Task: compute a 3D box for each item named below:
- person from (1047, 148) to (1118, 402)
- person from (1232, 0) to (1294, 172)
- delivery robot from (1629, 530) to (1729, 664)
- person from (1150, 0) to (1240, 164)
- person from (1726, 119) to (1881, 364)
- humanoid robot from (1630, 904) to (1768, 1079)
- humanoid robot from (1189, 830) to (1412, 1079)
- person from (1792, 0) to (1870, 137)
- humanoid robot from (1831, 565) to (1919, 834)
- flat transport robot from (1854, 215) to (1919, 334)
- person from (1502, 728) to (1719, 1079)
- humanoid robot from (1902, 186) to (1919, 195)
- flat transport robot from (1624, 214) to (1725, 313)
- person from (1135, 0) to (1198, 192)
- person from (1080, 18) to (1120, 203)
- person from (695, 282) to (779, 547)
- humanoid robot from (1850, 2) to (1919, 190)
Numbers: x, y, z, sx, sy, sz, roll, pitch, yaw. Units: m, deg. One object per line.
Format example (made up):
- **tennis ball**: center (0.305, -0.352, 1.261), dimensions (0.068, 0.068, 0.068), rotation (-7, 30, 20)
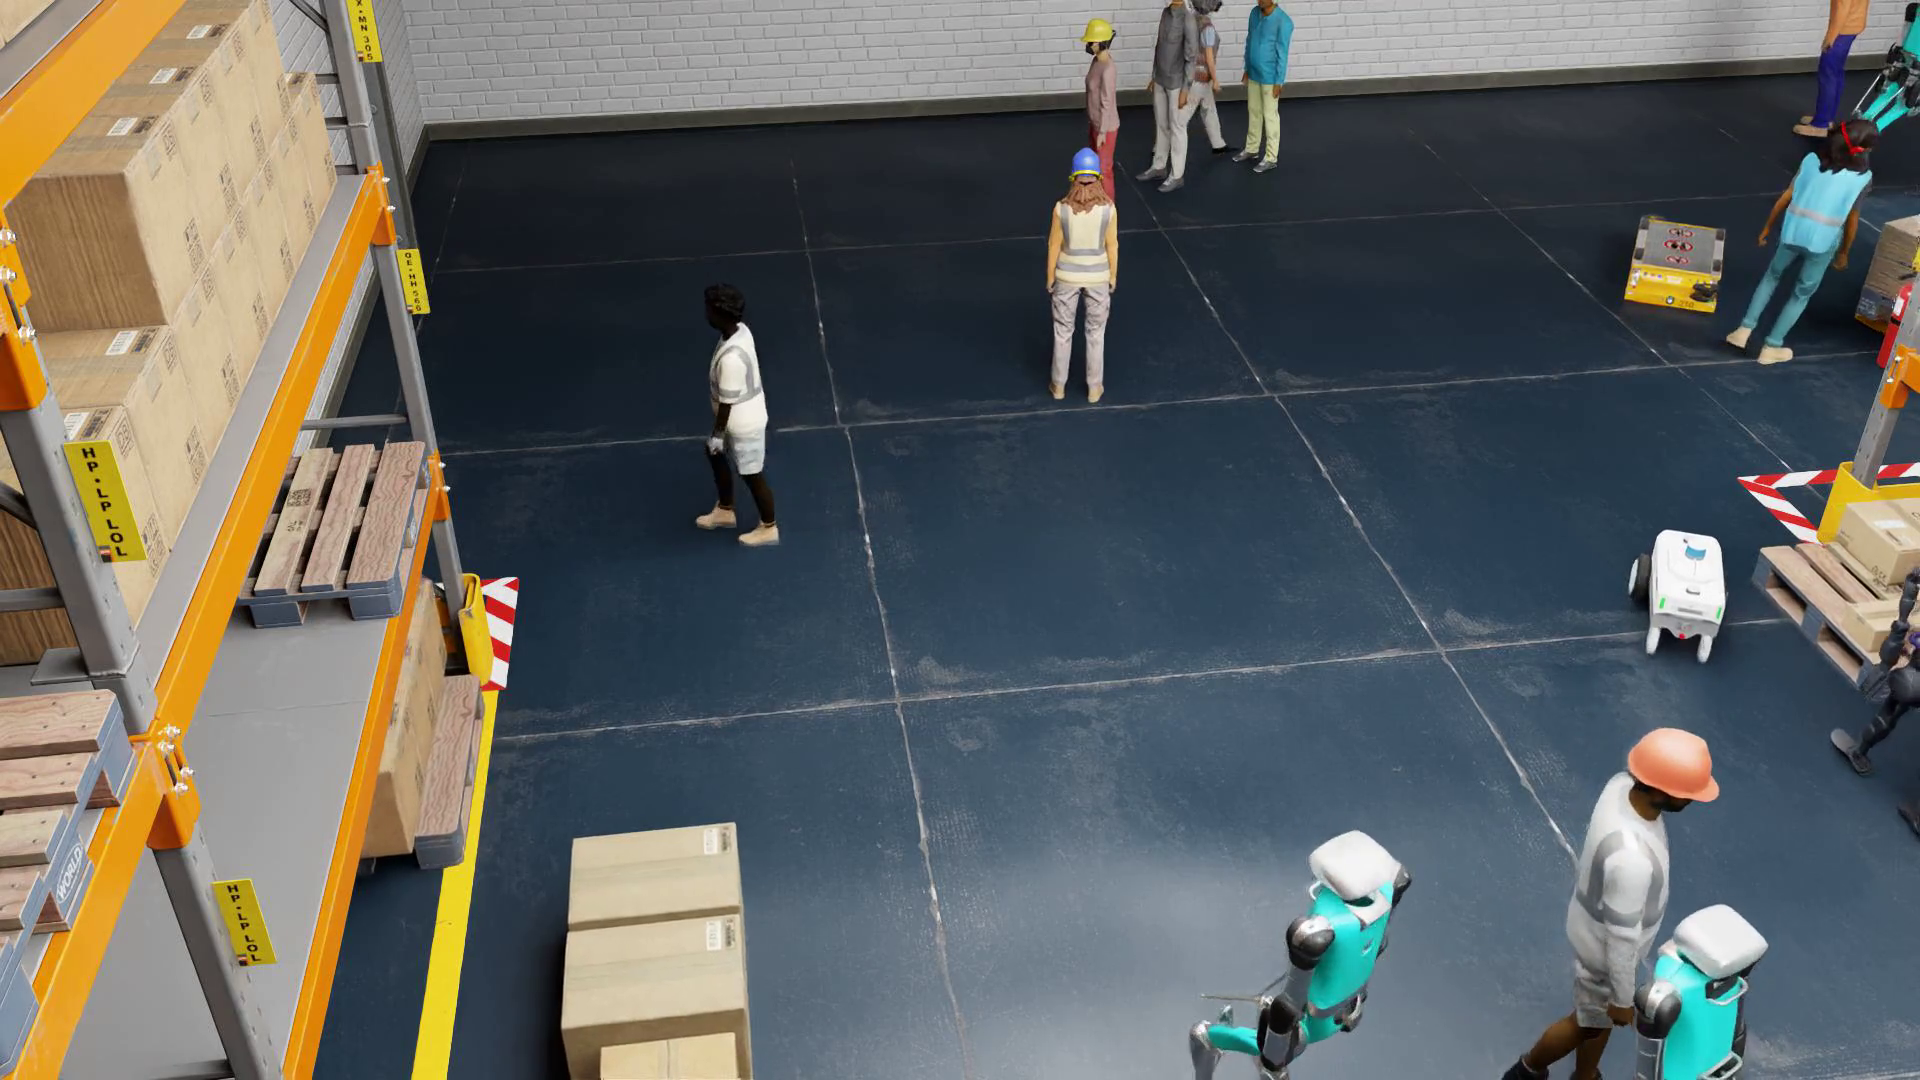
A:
- **person**: center (0.816, -1.766, 11.186), dimensions (0.466, 1.770, 0.338), rotation (1, 33, 2)
- **person**: center (2.712, -4.198, 14.938), dimensions (0.356, 1.743, 0.561), rotation (-16, 36, -23)
- **delivery robot**: center (4.006, 0.267, 9.199), dimensions (0.499, 0.613, 0.807), rotation (10, 35, 15)
- **person**: center (2.166, -4.240, 15.083), dimensions (0.864, 1.645, 0.430), rotation (-3, 33, -5)
- **person**: center (5.904, -2.077, 11.610), dimensions (0.401, 1.837, 0.627), rotation (-26, 41, -34)
- **humanoid robot**: center (2.502, 2.011, 5.399), dimensions (0.543, 1.731, 0.799), rotation (-21, 38, -28)
- **humanoid robot**: center (1.088, 1.621, 6.064), dimensions (0.546, 1.814, 0.875), rotation (-24, 40, -32)
- **person**: center (8.295, -4.823, 15.689), dimensions (0.425, 1.974, 0.518), rotation (23, 40, 31)
- **humanoid robot**: center (4.540, 0.562, 7.733), dimensions (0.592, 1.626, 0.732), rotation (-4, 33, -5)
- **flat transport robot**: center (7.342, -1.459, 12.088), dimensions (0.659, 0.231, 1.431), rotation (-15, 36, -21)
- **person**: center (2.412, 1.461, 6.100), dimensions (0.529, 1.925, 0.563), rotation (11, 35, 17)
- **humanoid robot**: center (8.608, -3.787, 14.371), dimensions (0.492, 1.642, 0.613), rotation (14, 36, 21)
- **flat transport robot**: center (5.702, -2.211, 13.240), dimensions (0.659, 0.231, 1.431), rotation (13, 35, 19)
- **person**: center (1.855, -3.998, 14.489), dimensions (0.395, 1.900, 0.534), rotation (-16, 37, -23)
- **person**: center (1.138, -3.416, 13.727), dimensions (0.340, 1.756, 0.516), rotation (-5, 33, -7)
- **person**: center (-1.376, -0.689, 9.621), dimensions (0.633, 1.677, 0.536), rotation (-4, 33, -6)
- **humanoid robot**: center (8.058, -3.886, 14.443), dimensions (0.745, 1.749, 0.560), rotation (-11, 35, -17)
